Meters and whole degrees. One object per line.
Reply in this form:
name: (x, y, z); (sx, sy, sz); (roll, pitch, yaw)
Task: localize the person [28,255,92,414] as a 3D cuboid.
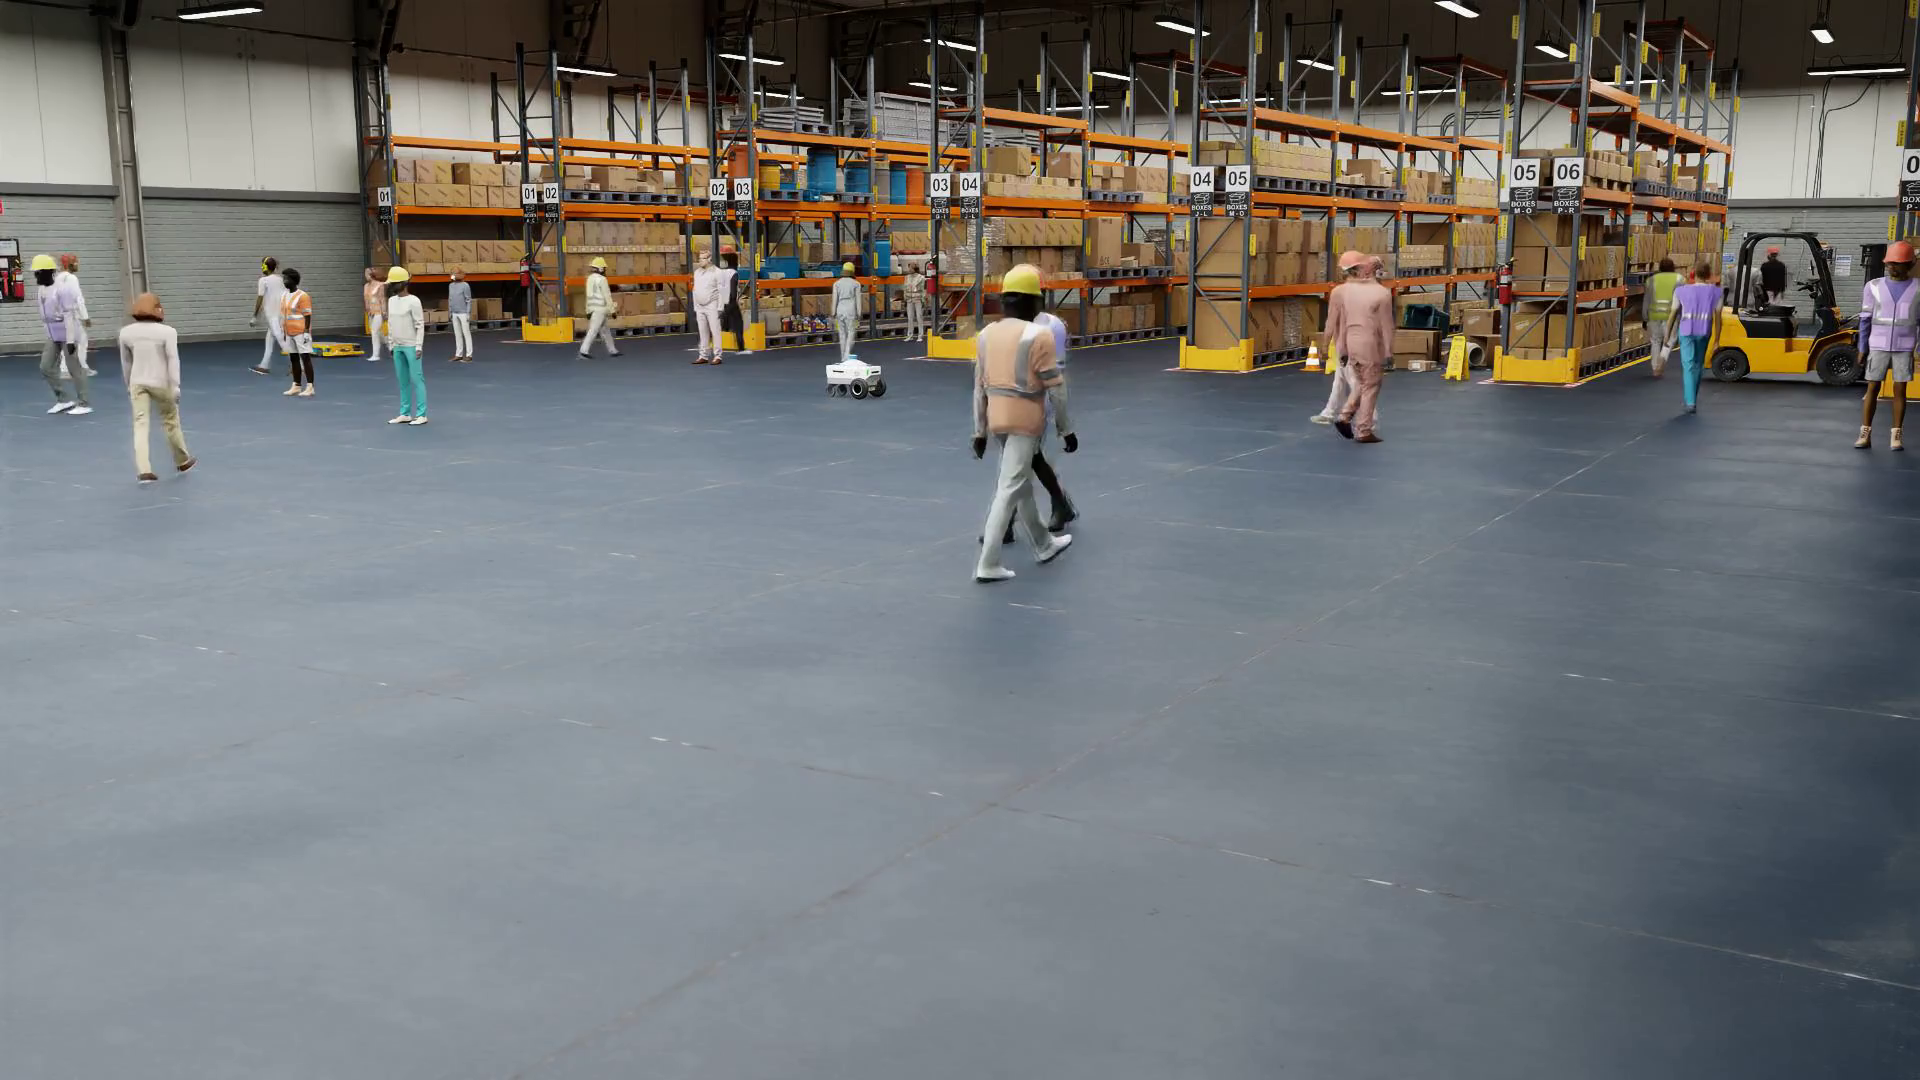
person: (-10.600, -2.405, 19.598); (0.588, 1.887, 0.595); (5, 11, 28)

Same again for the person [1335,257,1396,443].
person: (4.152, -1.920, 16.881); (0.416, 1.888, 0.649); (-5, 11, -26)

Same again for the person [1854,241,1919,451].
person: (9.131, -1.889, 16.282); (0.609, 2.036, 0.402); (6, 12, 32)

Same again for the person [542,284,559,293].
person: (-9.228, -5.591, 37.827); (0.528, 1.737, 0.805); (2, 10, 12)

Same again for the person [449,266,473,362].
person: (-8.541, -3.854, 28.415); (0.501, 1.632, 0.280); (6, 12, 32)

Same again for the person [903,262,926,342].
person: (-0.928, -4.887, 34.197); (0.515, 1.636, 0.315); (6, 12, 32)

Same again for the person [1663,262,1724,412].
person: (8.886, -2.461, 20.157); (0.596, 1.791, 0.962); (2, 10, 11)

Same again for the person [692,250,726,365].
person: (-4.221, -3.880, 27.798); (0.643, 1.908, 0.399); (6, 12, 32)

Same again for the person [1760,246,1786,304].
person: (18.170, -5.625, 37.437); (0.632, 1.940, 1.000); (-3, 11, -19)

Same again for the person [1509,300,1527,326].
person: (13.762, -6.229, 40.865); (0.629, 1.939, 0.372); (6, 12, 32)

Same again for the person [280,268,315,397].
person: (-8.757, -2.733, 21.957); (0.537, 1.696, 0.321); (6, 12, 32)

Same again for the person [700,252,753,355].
person: (-4.260, -4.276, 30.144); (0.945, 1.875, 0.602); (-8, 13, -38)

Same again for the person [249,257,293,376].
person: (-10.535, -3.425, 25.514); (1.011, 1.824, 0.510); (2, 10, 12)

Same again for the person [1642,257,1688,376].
person: (10.653, -3.376, 25.204); (0.635, 1.820, 0.629); (6, 12, 31)

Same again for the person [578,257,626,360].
person: (-6.294, -4.020, 28.945); (0.942, 1.790, 0.597); (-7, 12, -35)

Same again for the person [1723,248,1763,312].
person: (13.801, -4.169, 29.339); (0.627, 1.925, 0.922); (6, 12, 29)

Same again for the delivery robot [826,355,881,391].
delivery robot: (-1.404, -2.192, 21.863); (0.707, 0.478, 0.477); (6, 12, 31)

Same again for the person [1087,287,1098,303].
person: (3.755, -7.471, 47.821); (0.629, 1.939, 0.372); (6, 12, 32)

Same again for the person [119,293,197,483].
person: (-6.898, -1.314, 14.279); (0.525, 1.586, 0.830); (0, 10, -2)

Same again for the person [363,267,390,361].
person: (-10.065, -3.925, 28.859); (0.525, 1.614, 0.688); (7, 12, 35)

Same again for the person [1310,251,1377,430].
person: (4.251, -2.181, 18.196); (0.631, 1.945, 1.010); (-7, 12, -35)

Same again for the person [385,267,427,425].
person: (-6.196, -2.158, 18.564); (0.526, 1.762, 0.335); (6, 12, 32)

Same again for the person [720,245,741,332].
person: (-5.026, -5.414, 36.163); (0.612, 1.987, 0.399); (6, 12, 32)

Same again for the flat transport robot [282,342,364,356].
flat transport robot: (-11.473, -3.442, 29.928); (1.431, 0.197, 0.652); (6, 12, 31)

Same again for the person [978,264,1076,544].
person: (0.488, -0.942, 11.405); (0.997, 1.893, 0.562); (-10, 14, -44)

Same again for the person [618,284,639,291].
person: (-7.739, -5.936, 38.976); (0.649, 2.023, 0.508); (9, 13, 41)

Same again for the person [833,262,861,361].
person: (-1.944, -3.881, 28.334); (0.514, 1.716, 0.624); (2, 10, 11)

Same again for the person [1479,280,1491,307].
person: (12.970, -6.190, 40.908); (0.403, 1.846, 0.584); (8, 13, 38)

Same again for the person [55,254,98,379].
person: (-13.295, -3.367, 25.047); (0.732, 1.858, 0.574); (-10, 14, -43)

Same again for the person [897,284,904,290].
person: (-1.625, -7.938, 50.791); (0.604, 1.821, 0.524); (5, 11, 26)

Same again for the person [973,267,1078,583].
person: (0.405, -0.710, 10.134); (0.982, 1.876, 0.591); (-9, 13, -41)
